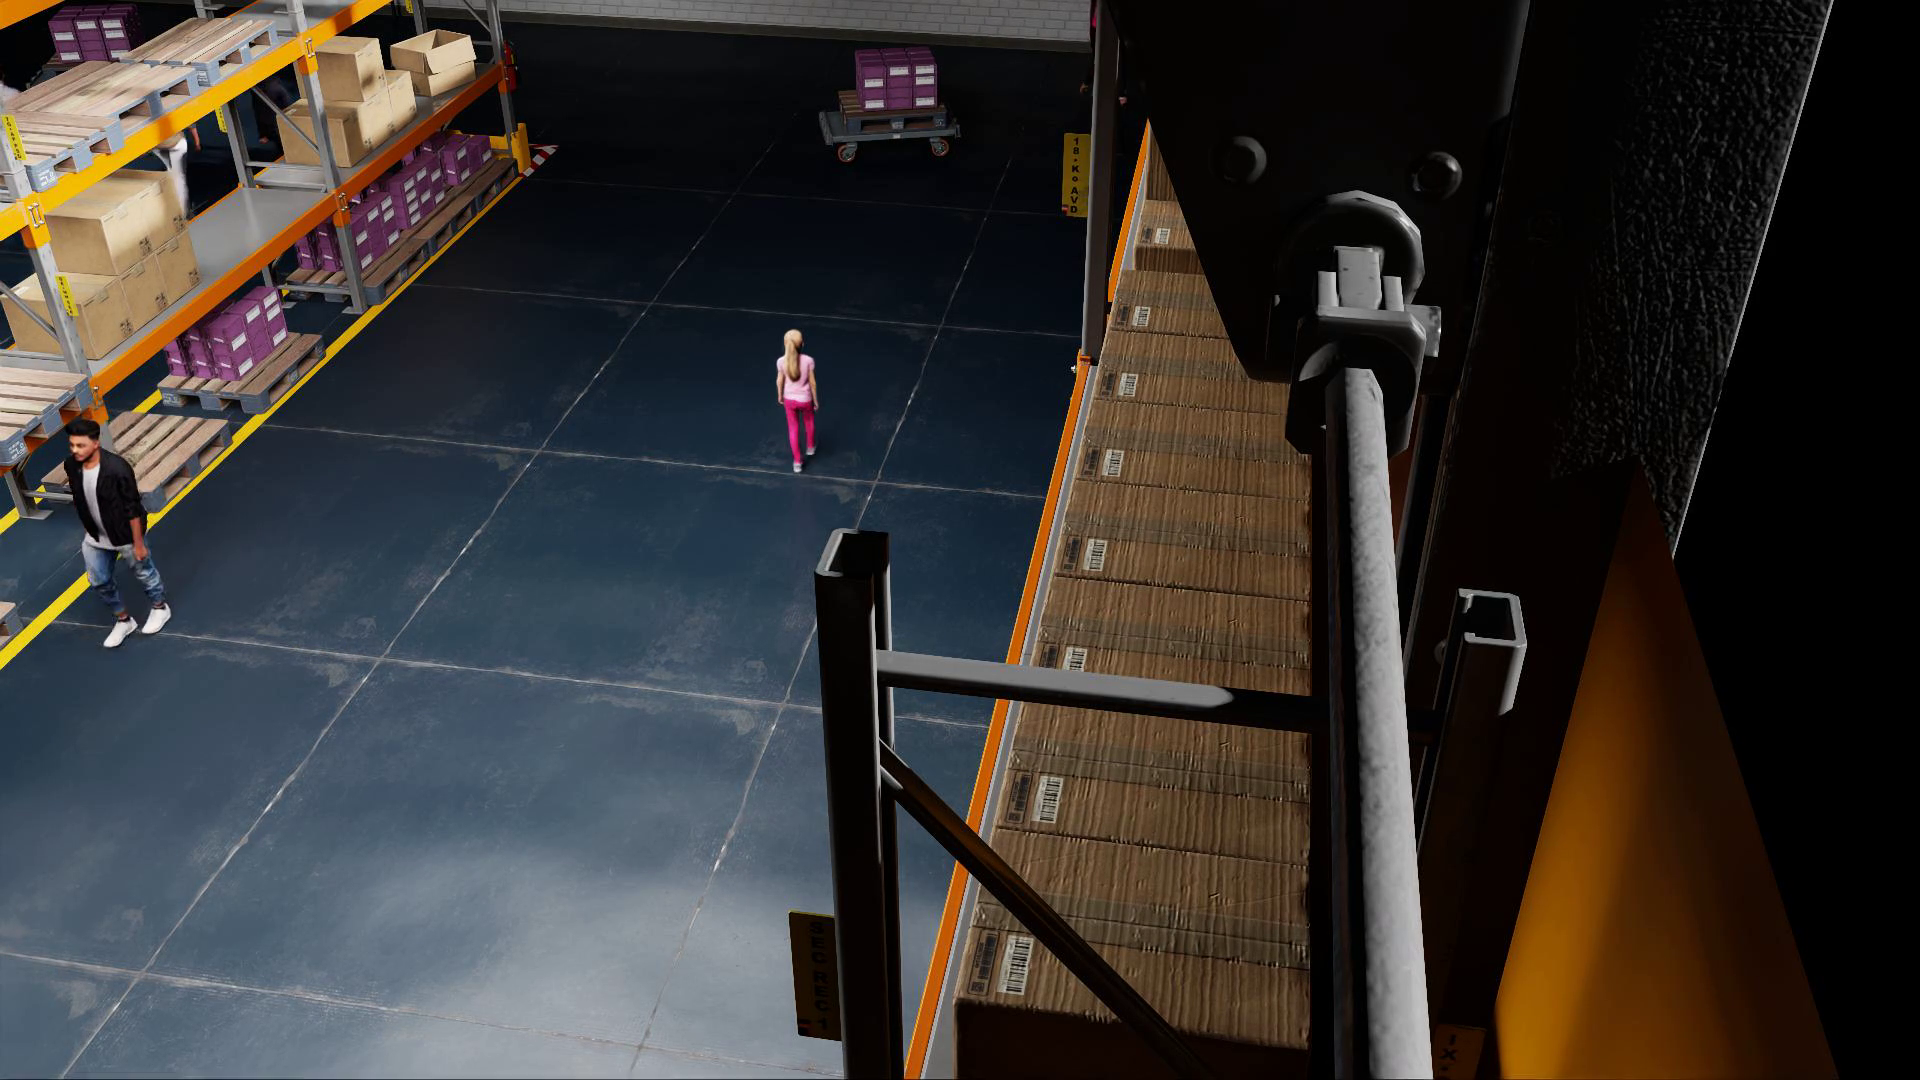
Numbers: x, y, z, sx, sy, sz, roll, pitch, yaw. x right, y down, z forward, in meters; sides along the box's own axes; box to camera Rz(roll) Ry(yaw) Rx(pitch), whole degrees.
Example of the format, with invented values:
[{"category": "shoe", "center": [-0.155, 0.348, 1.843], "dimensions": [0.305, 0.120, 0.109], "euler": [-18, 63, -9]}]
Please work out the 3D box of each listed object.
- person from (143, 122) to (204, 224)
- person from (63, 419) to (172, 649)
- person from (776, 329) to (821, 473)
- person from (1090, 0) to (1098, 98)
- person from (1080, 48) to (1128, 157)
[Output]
[{"category": "person", "center": [-8.657, -4.287, 18.127], "dimensions": [0.838, 1.804, 0.896], "euler": [0, 34, 0]}, {"category": "person", "center": [-5.973, -0.134, 11.887], "dimensions": [0.726, 1.795, 0.764], "euler": [7, 34, 11]}, {"category": "person", "center": [-1.360, -1.150, 13.900], "dimensions": [0.570, 1.258, 0.755], "euler": [1, 34, 1]}, {"category": "person", "center": [1.864, -6.658, 21.768], "dimensions": [0.648, 1.722, 0.658], "euler": [19, 38, 26]}, {"category": "person", "center": [1.864, -5.409, 19.827], "dimensions": [0.994, 1.790, 1.009], "euler": [-9, 35, -13]}]
